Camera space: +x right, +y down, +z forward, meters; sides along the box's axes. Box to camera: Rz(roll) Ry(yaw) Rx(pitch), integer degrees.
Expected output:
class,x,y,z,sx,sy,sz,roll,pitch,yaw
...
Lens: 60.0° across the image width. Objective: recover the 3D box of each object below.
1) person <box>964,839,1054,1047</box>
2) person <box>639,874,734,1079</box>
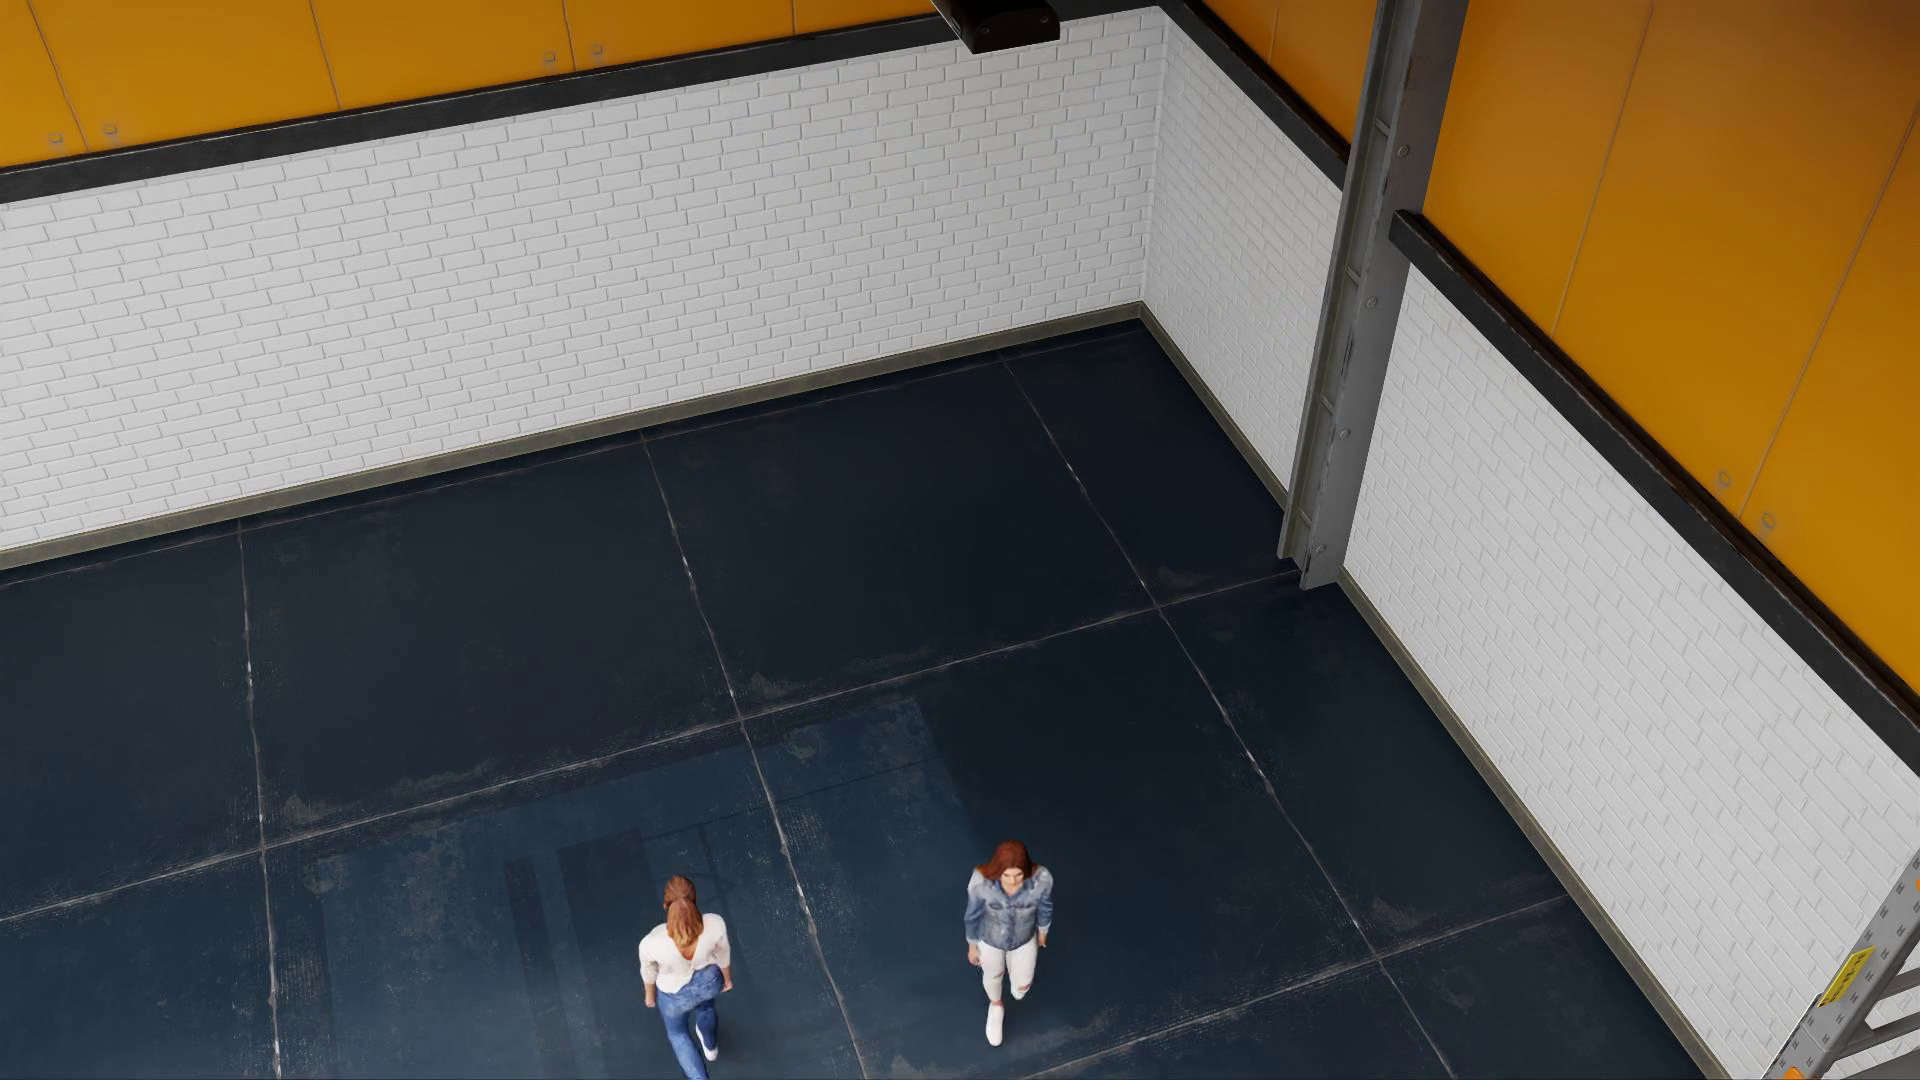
class,x,y,z,sx,sy,sz,roll,pitch,yaw
person,0.233,2.005,8.795,0.738,1.685,0.817,-1,44,-1
person,-1.349,2.334,8.438,0.691,1.701,0.988,-19,47,-19
